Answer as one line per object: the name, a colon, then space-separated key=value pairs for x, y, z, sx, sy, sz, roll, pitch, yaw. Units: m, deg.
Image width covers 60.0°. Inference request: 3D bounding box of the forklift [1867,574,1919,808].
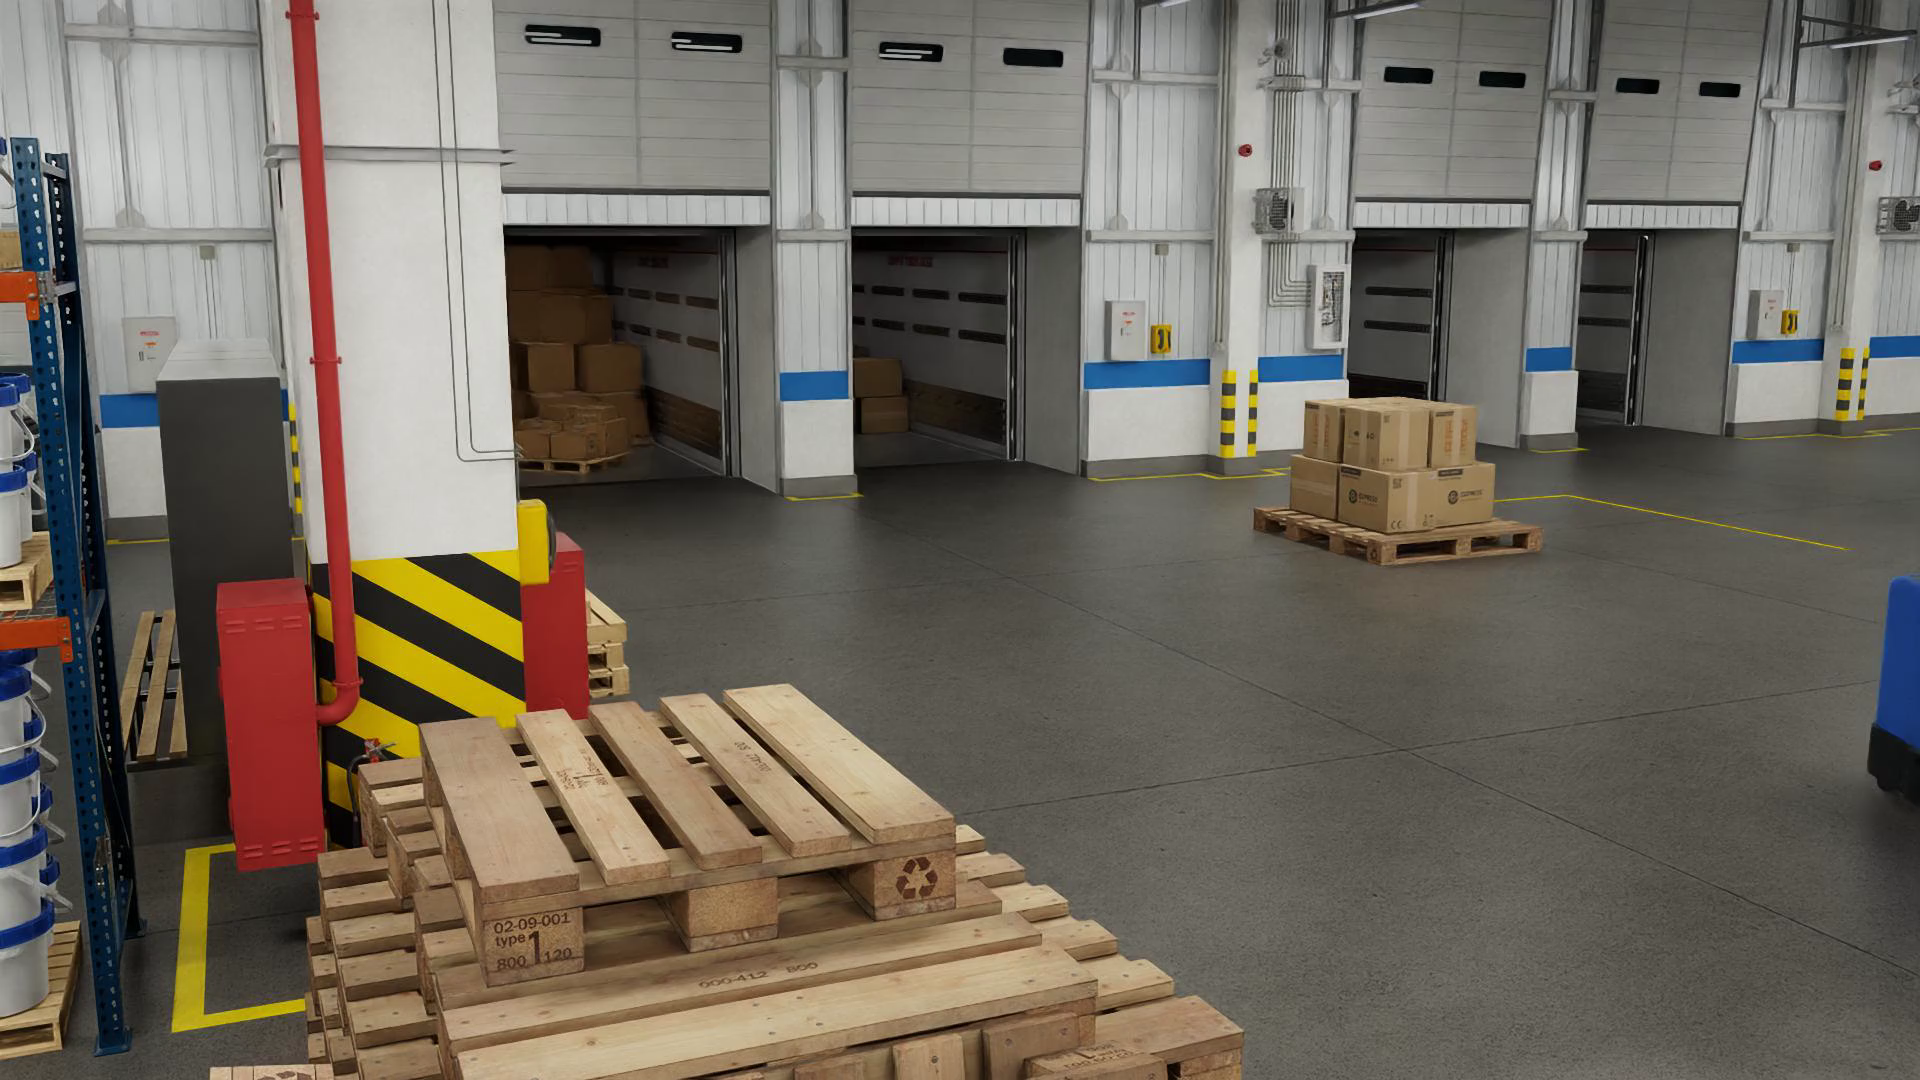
forklift: x=5.046 y=-0.008 z=7.229 sx=1.129 sy=2.768 sz=1.873 roll=0 pitch=10 yaw=1
